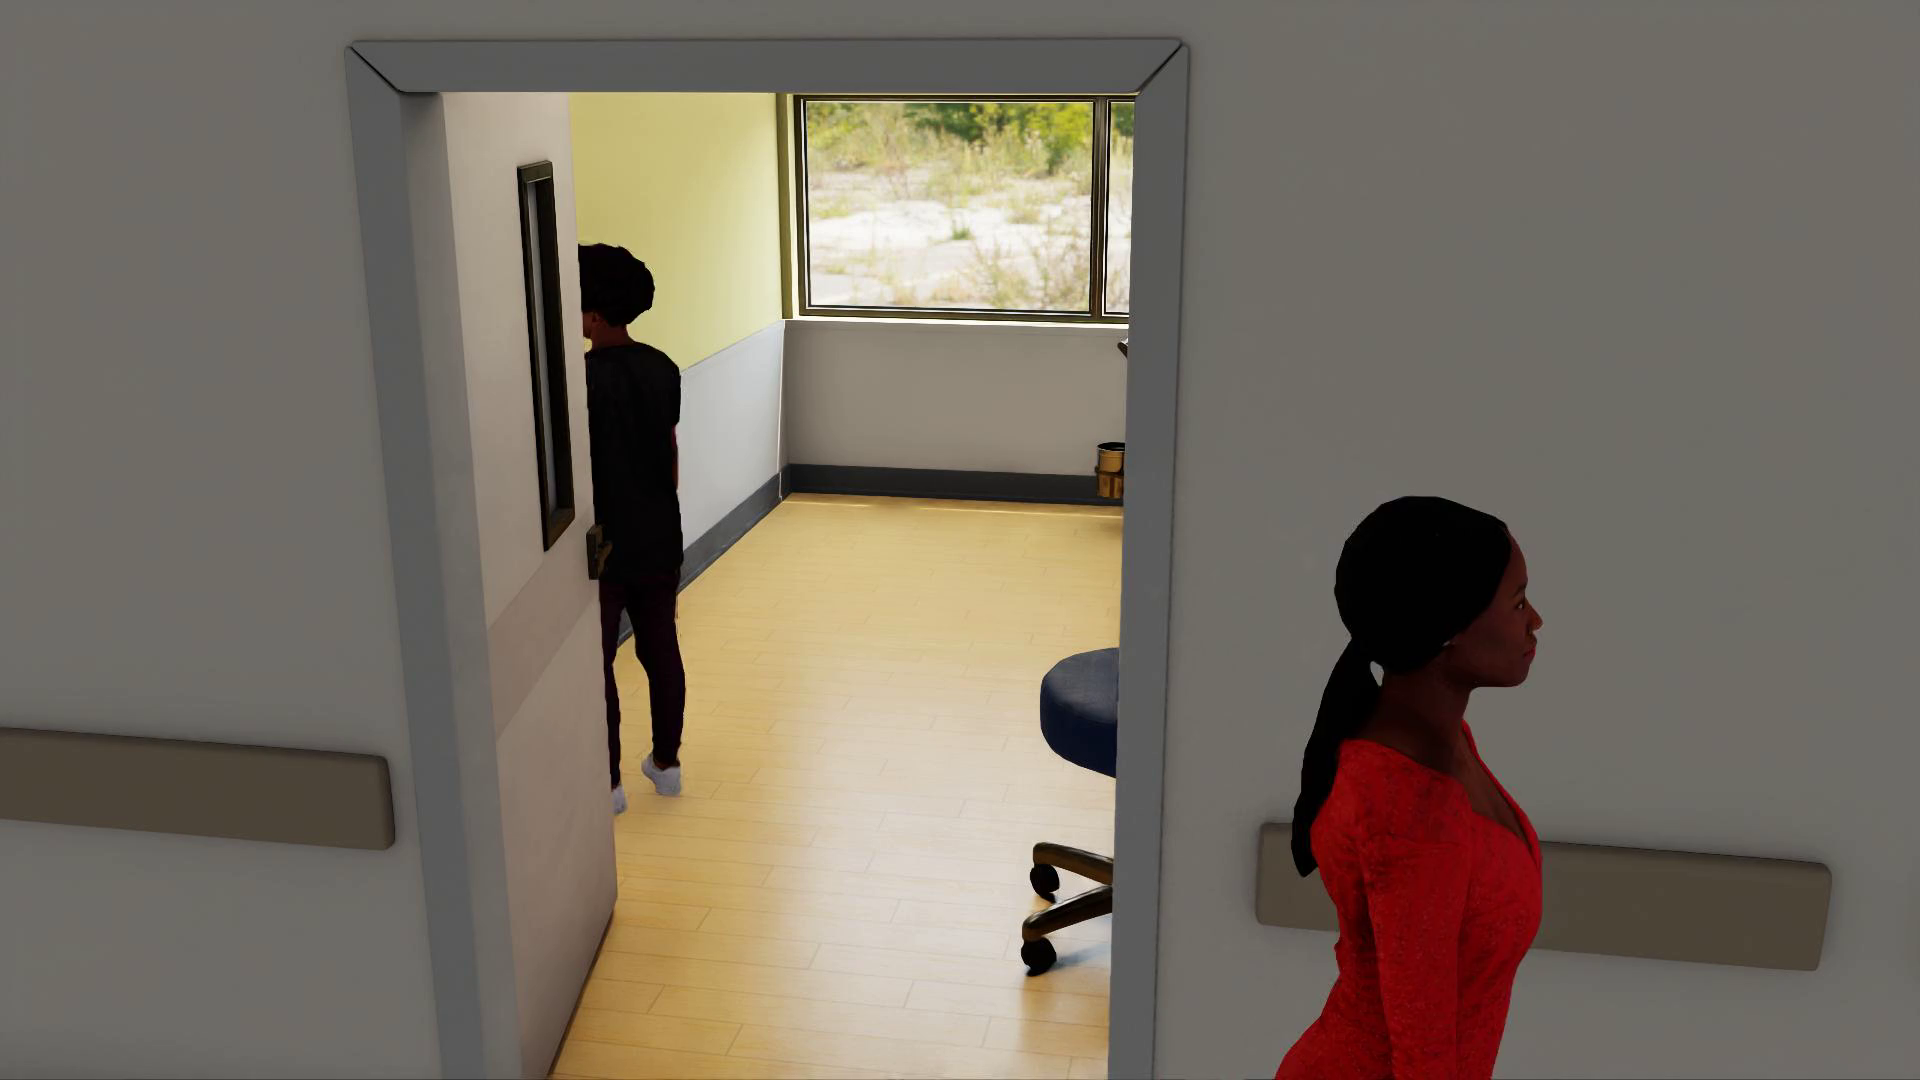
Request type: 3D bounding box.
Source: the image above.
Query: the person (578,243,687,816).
[{"bbox_3d":[-1.057,-0.031,5.135,0.735,1.780,0.750,-14,21,-40],"label":"person"}]

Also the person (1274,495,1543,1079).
[{"bbox_3d":[0.451,0.807,2.173,0.757,1.775,0.665,5,17,18],"label":"person"}]
